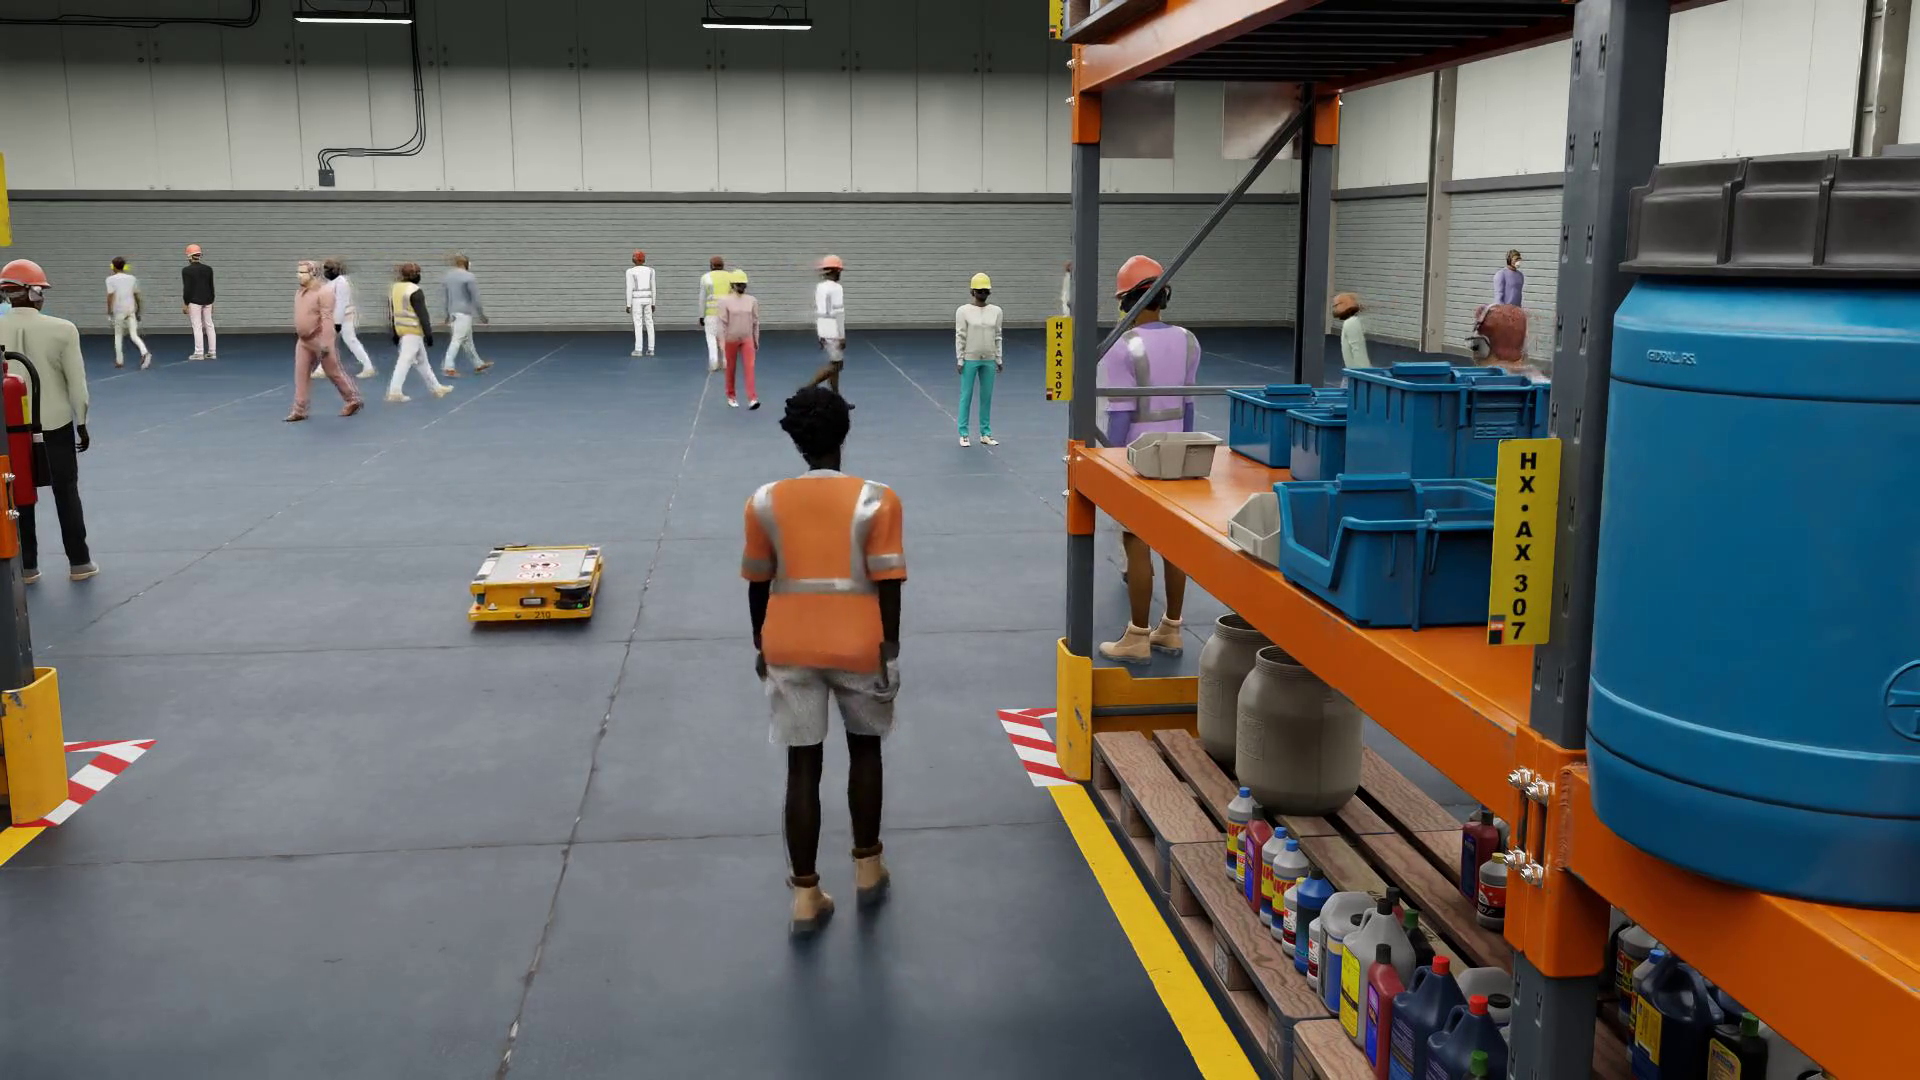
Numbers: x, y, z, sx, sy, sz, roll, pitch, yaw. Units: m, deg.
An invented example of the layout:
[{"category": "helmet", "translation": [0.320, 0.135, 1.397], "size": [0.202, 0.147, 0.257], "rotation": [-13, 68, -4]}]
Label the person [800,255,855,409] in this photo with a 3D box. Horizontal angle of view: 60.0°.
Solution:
[{"category": "person", "translation": [-1.631, -2.529, 20.379], "size": [0.662, 1.920, 0.575], "rotation": [-6, 12, -30]}]

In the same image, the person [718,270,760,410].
[{"category": "person", "translation": [-2.727, -2.473, 20.602], "size": [0.542, 1.716, 0.930], "rotation": [-4, 11, -23]}]

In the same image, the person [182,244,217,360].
[{"category": "person", "translation": [-13.277, -4.141, 28.995], "size": [0.379, 1.996, 0.611], "rotation": [5, 12, 26]}]

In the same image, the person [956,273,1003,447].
[{"category": "person", "translation": [0.205, -1.834, 16.979], "size": [0.525, 1.769, 0.328], "rotation": [-4, 11, -23]}]

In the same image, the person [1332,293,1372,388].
[{"category": "person", "translation": [3.830, -1.614, 16.277], "size": [0.743, 1.574, 0.527], "rotation": [4, 11, 22]}]

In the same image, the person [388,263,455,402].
[{"category": "person", "translation": [-7.075, -2.696, 21.629], "size": [0.986, 1.789, 0.647], "rotation": [-10, 14, -43]}]

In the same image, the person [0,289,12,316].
[{"category": "person", "translation": [-11.326, -2.264, 19.618], "size": [0.548, 1.649, 0.879], "rotation": [5, 12, 27]}]

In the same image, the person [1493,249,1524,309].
[{"category": "person", "translation": [8.322, -3.423, 25.215], "size": [0.627, 1.941, 0.371], "rotation": [-8, 13, -37]}]

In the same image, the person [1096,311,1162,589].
[{"category": "person", "translation": [1.090, -0.596, 10.052], "size": [0.612, 1.813, 0.423], "rotation": [-4, 11, -19]}]

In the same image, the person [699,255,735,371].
[{"category": "person", "translation": [-3.851, -3.609, 26.513], "size": [0.635, 1.843, 0.429], "rotation": [-5, 11, -24]}]

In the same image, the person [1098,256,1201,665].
[{"category": "person", "translation": [0.918, -0.394, 8.350], "size": [0.605, 2.036, 0.393], "rotation": [-9, 13, -39]}]

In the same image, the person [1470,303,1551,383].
[{"category": "person", "translation": [2.115, 0.019, 6.509], "size": [0.645, 1.881, 0.727], "rotation": [-4, 11, -20]}]

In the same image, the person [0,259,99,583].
[{"category": "person", "translation": [-5.710, -0.725, 10.280], "size": [0.612, 1.991, 0.391], "rotation": [-3, 11, -17]}]

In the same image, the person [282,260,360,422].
[{"category": "person", "translation": [-7.526, -2.342, 19.520], "size": [0.644, 1.870, 0.991], "rotation": [6, 12, 28]}]

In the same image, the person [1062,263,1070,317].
[{"category": "person", "translation": [2.282, -4.990, 34.694], "size": [0.427, 1.610, 0.538], "rotation": [5, 11, 25]}]

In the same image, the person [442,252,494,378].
[{"category": "person", "translation": [-7.576, -3.442, 25.450], "size": [0.631, 1.877, 1.069], "rotation": [8, 13, 38]}]

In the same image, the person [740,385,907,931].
[{"category": "person", "translation": [-0.428, 0.357, 5.213], "size": [0.549, 1.658, 0.620], "rotation": [1, 10, 7]}]

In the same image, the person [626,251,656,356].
[{"category": "person", "translation": [-5.736, -4.253, 29.919], "size": [0.572, 1.883, 0.355], "rotation": [-8, 13, -36]}]

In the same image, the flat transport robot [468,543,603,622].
[{"category": "flat transport robot", "translation": [-2.467, 0.228, 9.774], "size": [0.652, 0.197, 1.431], "rotation": [-2, 10, -9]}]

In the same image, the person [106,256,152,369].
[{"category": "person", "translation": [-13.471, -3.661, 26.866], "size": [0.847, 1.829, 0.579], "rotation": [9, 14, 40]}]

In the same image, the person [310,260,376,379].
[{"category": "person", "translation": [-9.334, -3.317, 25.061], "size": [0.984, 1.794, 0.638], "rotation": [-7, 13, -35]}]
